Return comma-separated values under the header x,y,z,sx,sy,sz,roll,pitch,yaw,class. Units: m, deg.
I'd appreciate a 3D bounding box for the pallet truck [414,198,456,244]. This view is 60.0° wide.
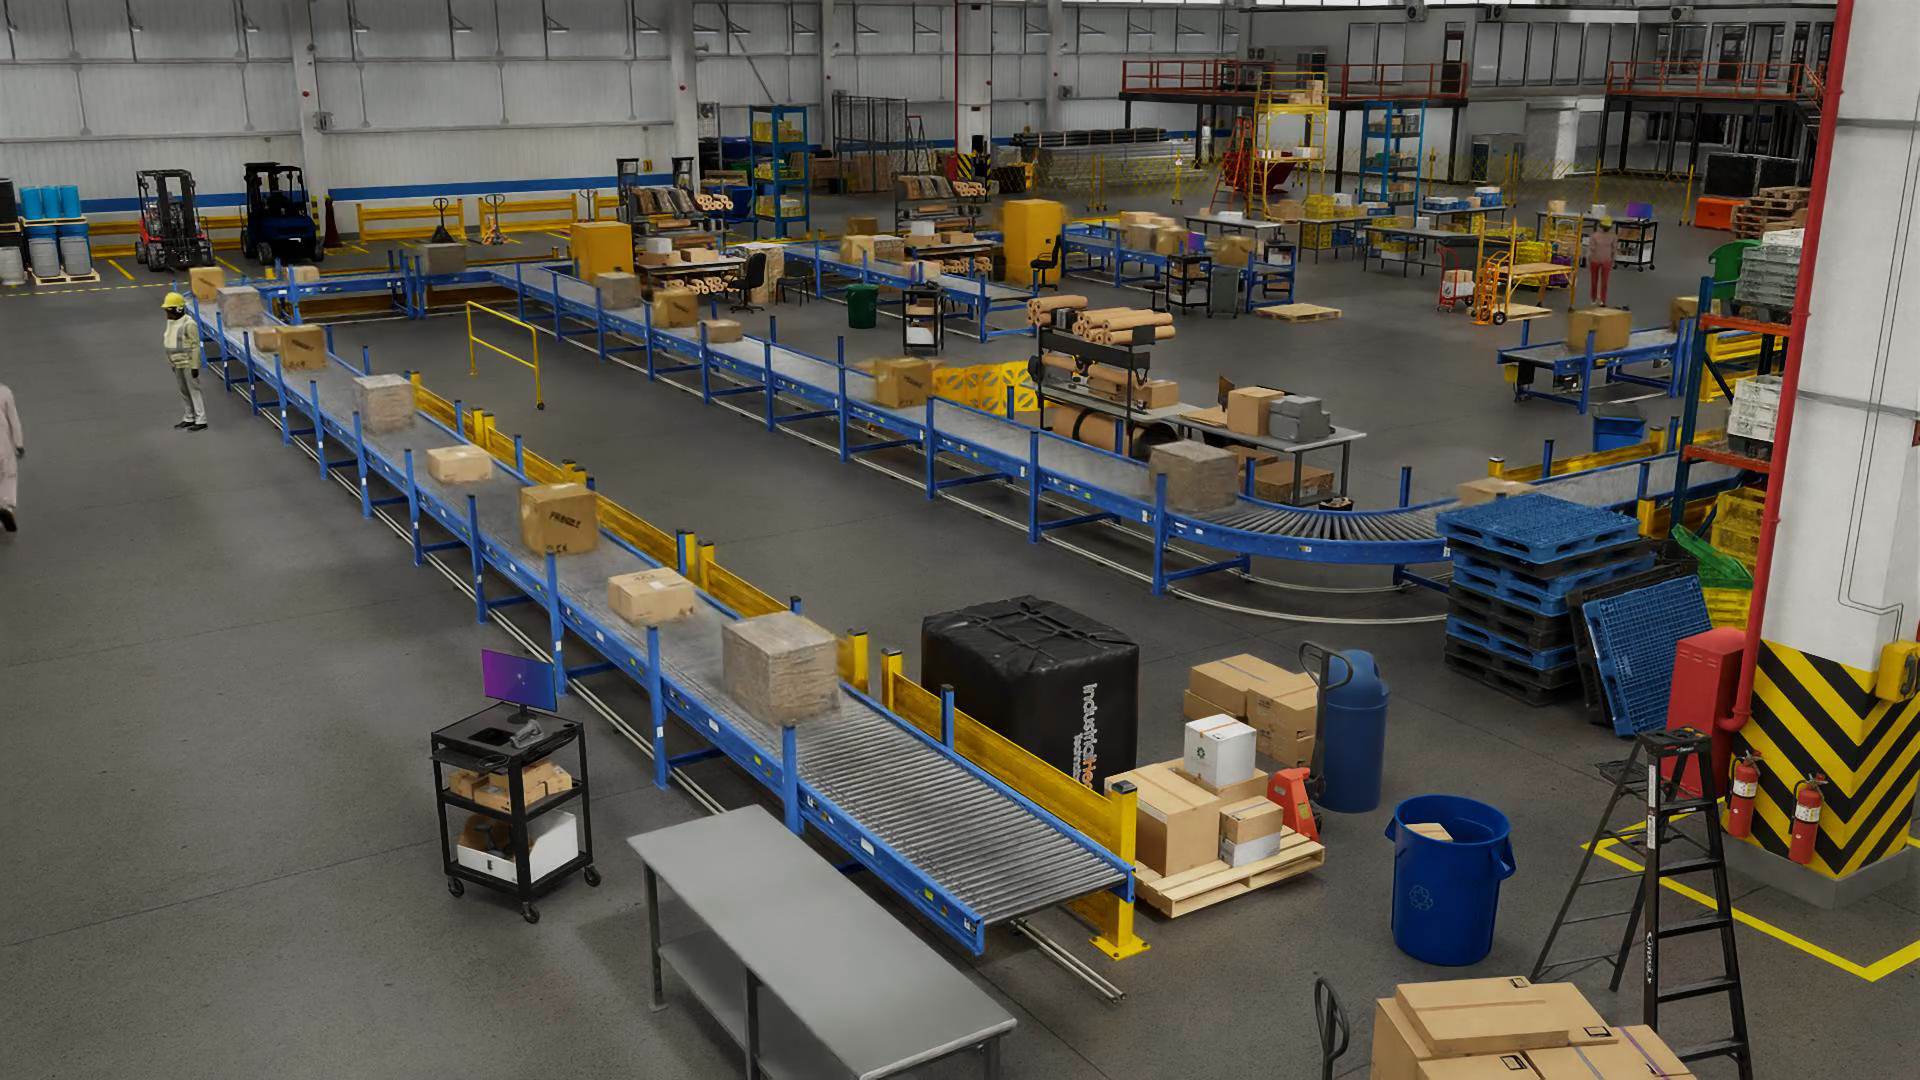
x,y,z,sx,sy,sz,roll,pitch,yaw,class
-13.250,-8.060,41.856,0.680,1.201,1.601,-10,20,-31,pallet truck

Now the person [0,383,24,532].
x,y,z,sx,sy,sz,roll,pitch,yaw,class
-10.010,-0.965,17.105,0.659,1.893,0.620,-7,18,-23,person

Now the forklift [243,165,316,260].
x,y,z,sx,sy,sz,roll,pitch,yaw,class
-15.898,-7.669,38.708,1.157,1.987,2.680,-11,20,-33,forklift

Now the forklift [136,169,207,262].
x,y,z,sx,sy,sz,roll,pitch,yaw,class
-17.842,-7.318,37.559,1.157,1.987,2.680,-10,20,-31,forklift

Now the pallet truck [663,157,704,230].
x,y,z,sx,sy,sz,roll,pitch,yaw,class
-7.586,-9.308,44.692,0.823,1.965,1.885,-11,20,-33,pallet truck

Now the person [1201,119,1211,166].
x,y,z,sx,sy,sz,roll,pitch,yaw,class
9.993,-16.246,67.973,0.584,1.882,0.337,-12,20,-34,person

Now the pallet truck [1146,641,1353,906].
x,y,z,sx,sy,sz,roll,pitch,yaw,class
1.664,1.407,10.232,1.630,1.274,0.653,-10,20,-31,pallet truck

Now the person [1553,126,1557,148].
x,y,z,sx,sy,sz,roll,pitch,yaw,class
24.334,-16.206,67.880,0.572,1.856,0.540,16,23,42,person

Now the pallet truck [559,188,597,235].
x,y,z,sx,sy,sz,roll,pitch,yaw,class
-10.010,-8.652,43.699,0.653,1.274,1.630,-10,20,-31,pallet truck

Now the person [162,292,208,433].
x,y,z,sx,sy,sz,roll,pitch,yaw,class
-10.130,-2.317,21.711,0.591,1.833,0.404,13,21,36,person

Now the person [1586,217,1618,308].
x,y,z,sx,sy,sz,roll,pitch,yaw,class
12.296,-5.321,31.899,0.539,1.719,0.899,5,18,17,person

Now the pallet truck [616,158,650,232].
x,y,z,sx,sy,sz,roll,pitch,yaw,class
-8.918,-9.176,44.255,0.823,1.965,1.885,-9,19,-27,pallet truck

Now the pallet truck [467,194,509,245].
x,y,z,sx,sy,sz,roll,pitch,yaw,class
-11.983,-8.177,42.137,0.704,1.261,1.522,-11,20,-33,pallet truck

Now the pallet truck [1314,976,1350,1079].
x,y,z,sx,sy,sz,roll,pitch,yaw,class
2.299,2.390,7.086,1.601,1.201,0.680,-2,17,-7,pallet truck
